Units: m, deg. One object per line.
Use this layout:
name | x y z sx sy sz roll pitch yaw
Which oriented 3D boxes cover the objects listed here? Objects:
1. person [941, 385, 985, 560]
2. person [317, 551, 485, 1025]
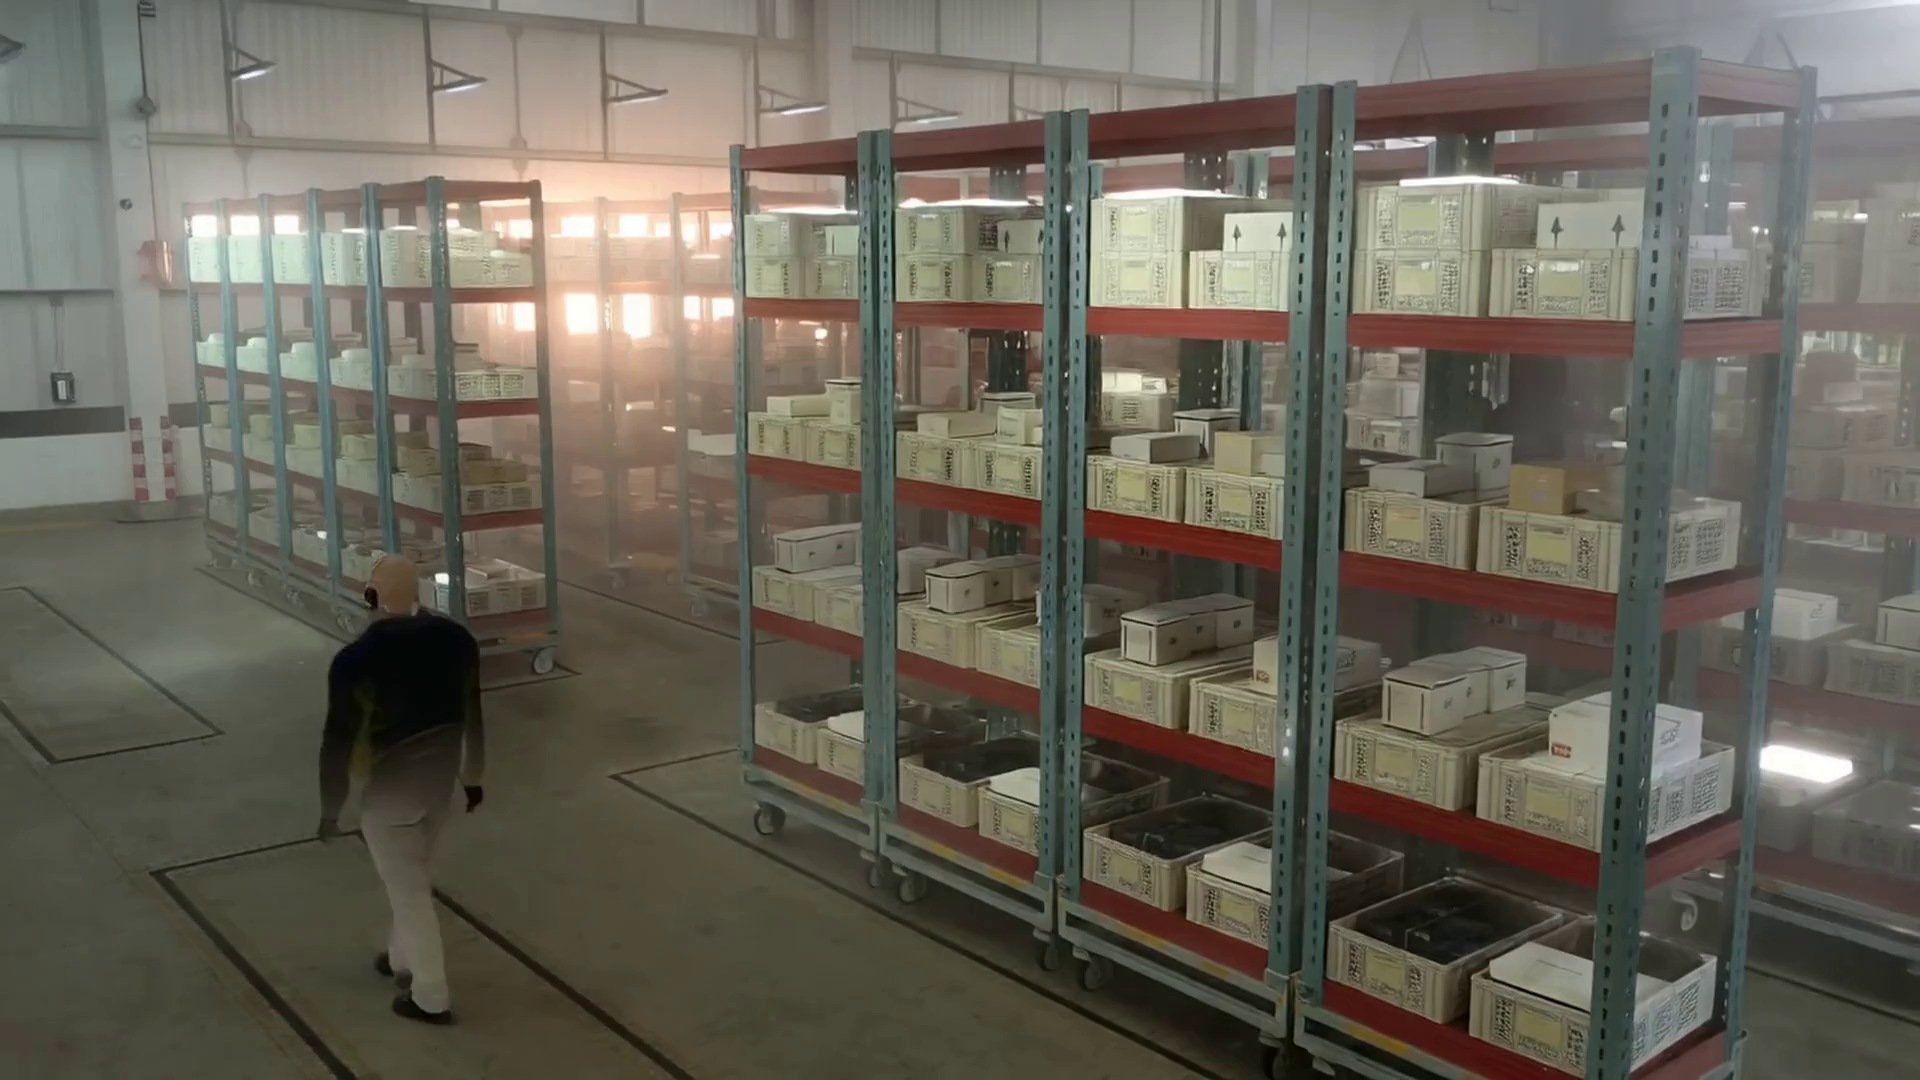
person | 0.022 -0.326 14.210 0.380 1.995 0.611 -6 11 -33
person | -2.321 0.975 6.687 0.785 1.881 0.673 6 11 31
